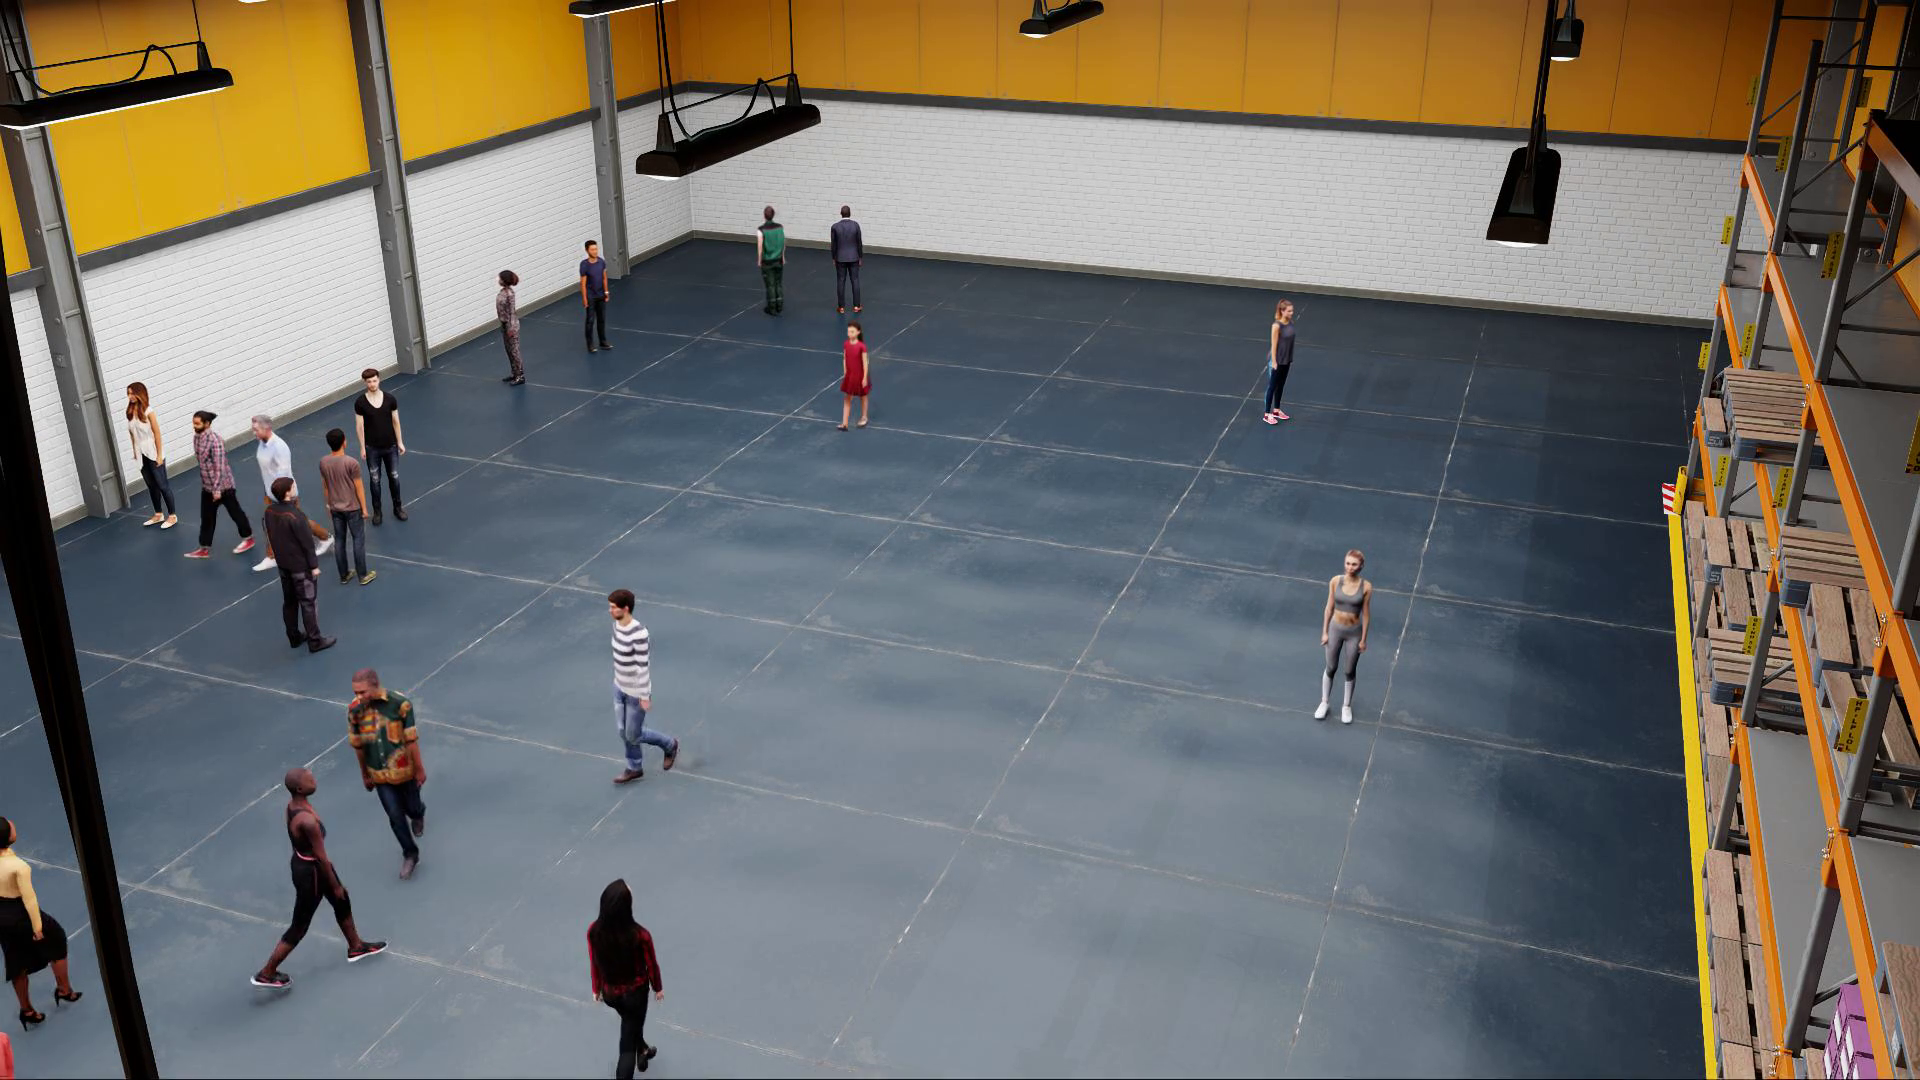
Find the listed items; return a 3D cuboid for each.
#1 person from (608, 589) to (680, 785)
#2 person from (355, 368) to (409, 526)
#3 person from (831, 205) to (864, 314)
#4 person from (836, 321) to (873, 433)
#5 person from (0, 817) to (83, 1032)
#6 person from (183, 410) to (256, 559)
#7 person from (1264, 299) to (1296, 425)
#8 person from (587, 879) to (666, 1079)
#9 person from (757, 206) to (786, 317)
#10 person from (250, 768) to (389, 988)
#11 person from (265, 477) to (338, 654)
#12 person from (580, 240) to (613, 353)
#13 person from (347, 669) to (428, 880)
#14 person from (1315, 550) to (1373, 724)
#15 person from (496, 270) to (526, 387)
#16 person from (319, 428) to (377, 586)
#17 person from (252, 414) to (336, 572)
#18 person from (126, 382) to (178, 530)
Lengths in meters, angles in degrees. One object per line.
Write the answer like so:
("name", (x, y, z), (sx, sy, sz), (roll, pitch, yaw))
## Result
("person", (-2.749, 1.258, 14.365), (0.985, 1.836, 0.889), (-18, 29, -35))
("person", (-6.888, -1.138, 19.771), (0.740, 1.896, 0.804), (-11, 26, -24))
("person", (-1.904, -4.758, 28.141), (0.776, 1.824, 0.753), (-1, 24, -3))
("person", (-1.385, -2.265, 22.823), (0.556, 1.516, 0.981), (9, 25, 19))
("person", (-6.507, 2.662, 11.393), (0.613, 1.642, 0.700), (5, 24, 11))
("person", (-8.342, -0.645, 18.855), (0.835, 1.726, 1.101), (13, 27, 28))
("person", (4.443, -2.491, 23.083), (0.612, 1.722, 0.715), (-20, 30, -38))
("person", (-2.173, 2.987, 10.683), (0.690, 1.616, 1.085), (5, 24, 12))
("person", (-3.175, -4.719, 28.025), (0.763, 1.846, 0.835), (-14, 27, -29))
("person", (-4.708, 2.438, 11.813), (1.214, 1.718, 1.073), (-14, 27, -30))
("person", (-6.679, 0.238, 16.695), (0.750, 1.838, 0.611), (12, 26, 25))
("person", (-5.741, -3.849, 26.106), (0.774, 1.787, 0.632), (21, 31, 39))
("person", (-4.495, 1.777, 13.250), (0.950, 1.777, 1.089), (-3, 24, -7))
("person", (3.569, 0.875, 15.406), (0.549, 1.703, 0.532), (8, 25, 18))
("person", (-6.652, -3.152, 24.603), (0.725, 1.715, 0.684), (-16, 28, -32))
("person", (-6.712, -0.361, 18.144), (0.665, 1.776, 0.607), (4, 24, 8))
("person", (-7.500, -0.558, 18.585), (0.971, 1.782, 1.269), (19, 30, 37))
("person", (-9.543, -1.009, 19.615), (0.592, 1.785, 0.535), (11, 26, 23))
